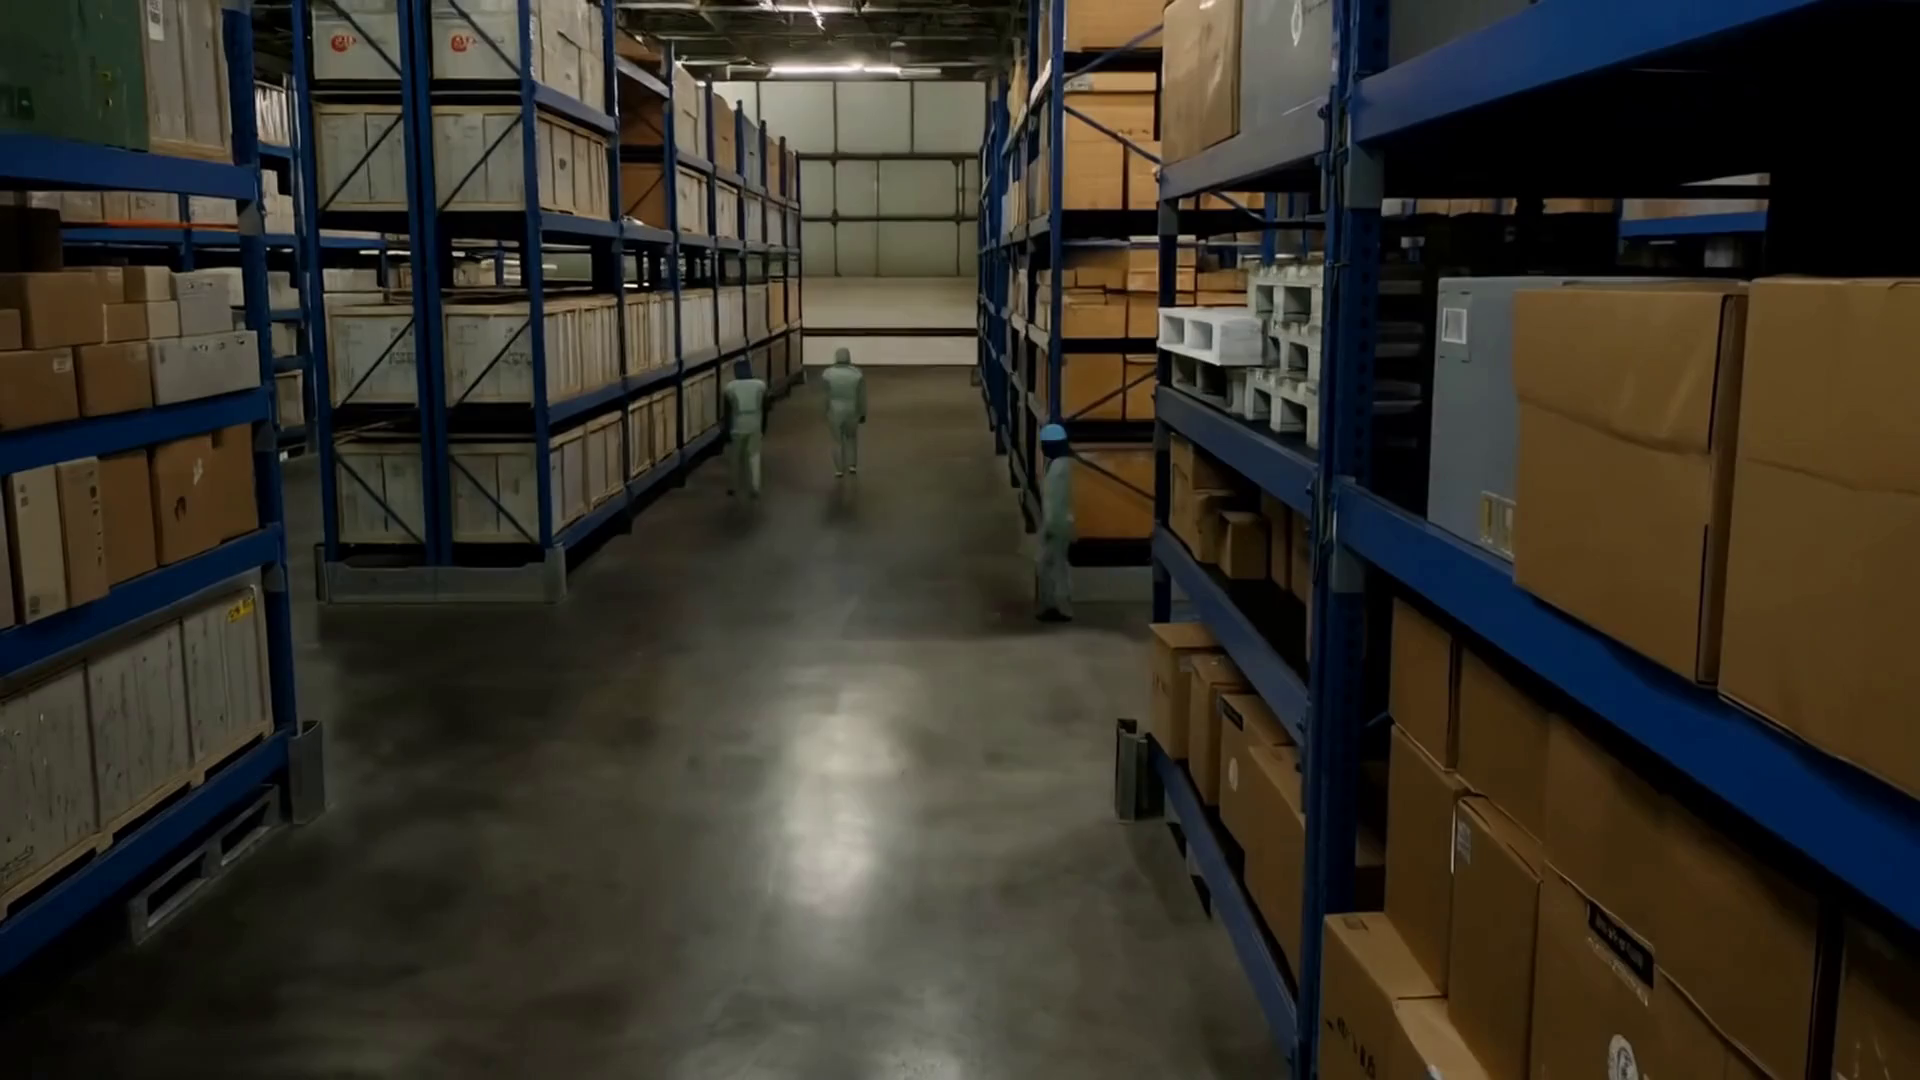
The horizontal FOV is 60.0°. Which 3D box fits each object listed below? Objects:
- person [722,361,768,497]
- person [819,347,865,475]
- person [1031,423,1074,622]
[{"bbox_3d":[-2.871,-1.477,22.184,0.638,1.811,0.750,-4,10,-21],"label":"person"},{"bbox_3d":[-1.742,-1.905,24.570,0.664,1.884,0.550,-1,9,-8],"label":"person"},{"bbox_3d":[0.803,-0.139,14.246,0.384,1.730,0.486,-1,9,-4],"label":"person"}]
